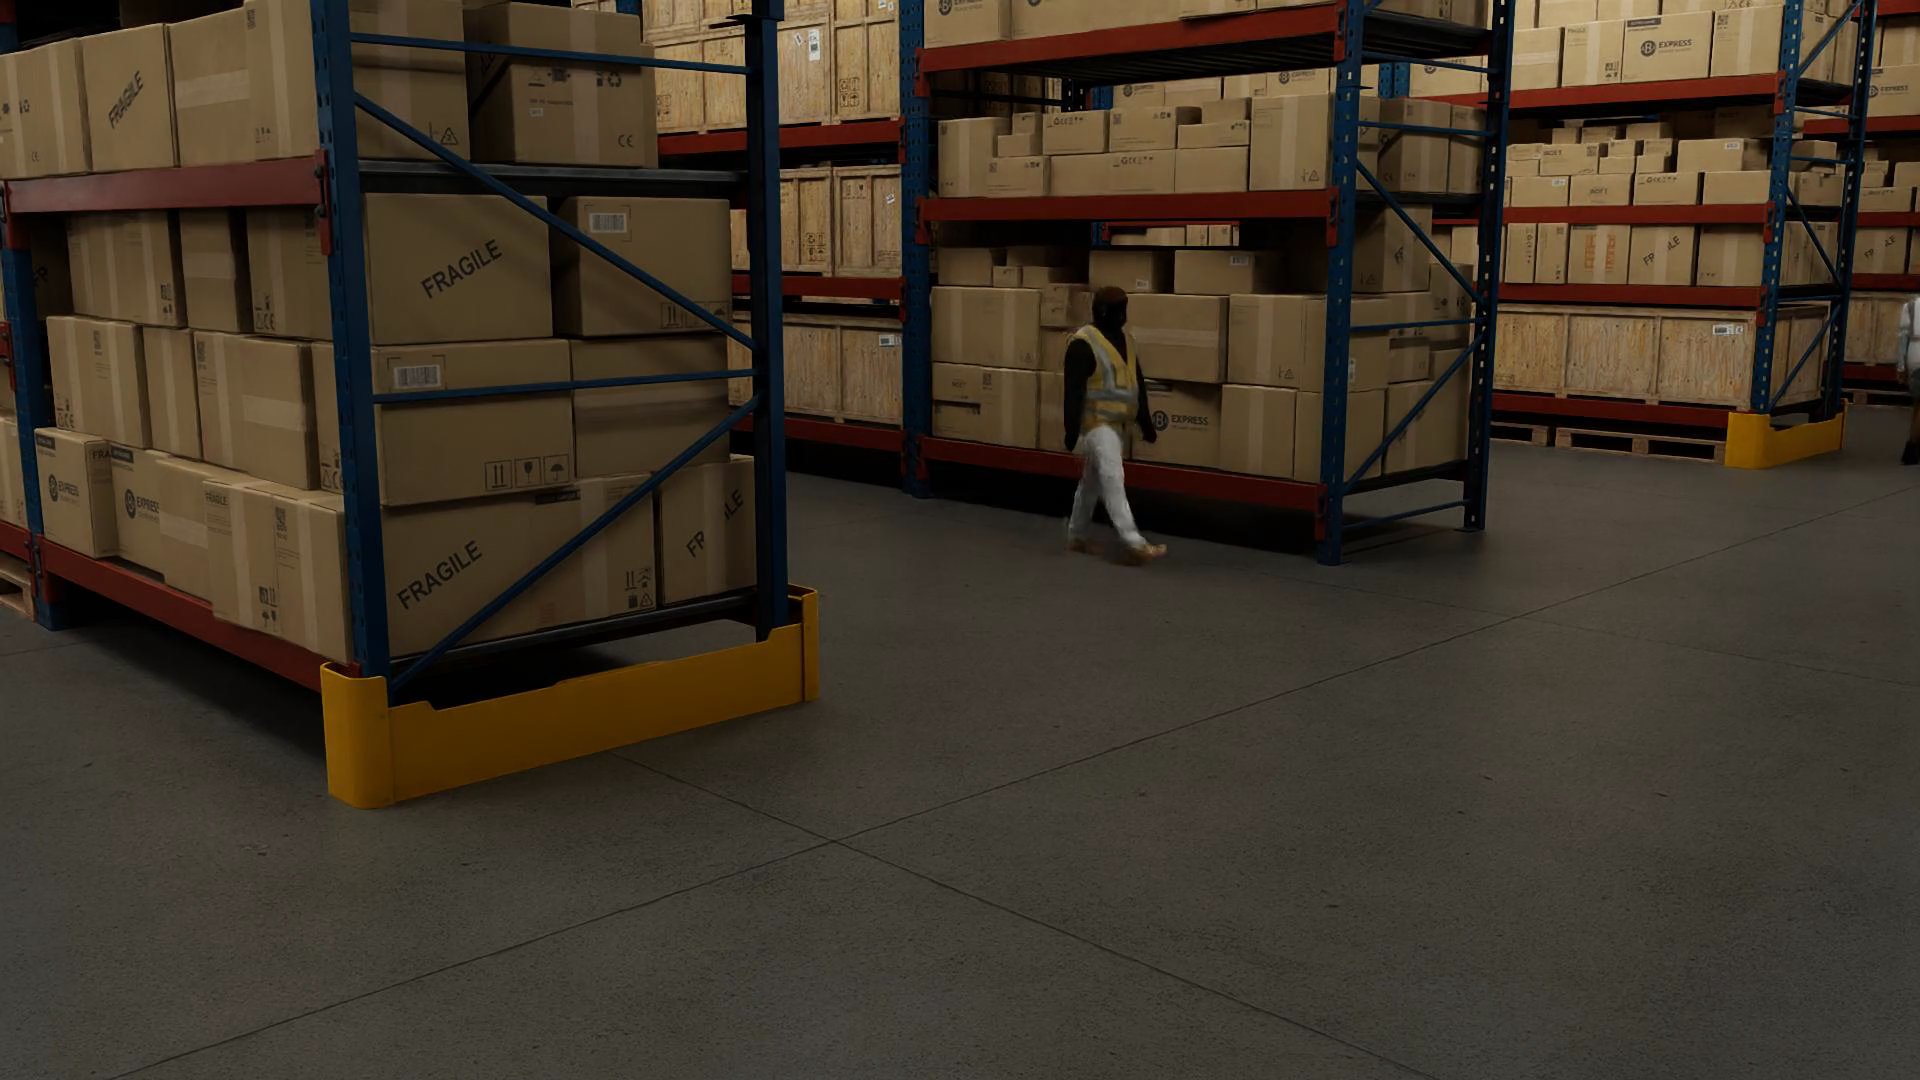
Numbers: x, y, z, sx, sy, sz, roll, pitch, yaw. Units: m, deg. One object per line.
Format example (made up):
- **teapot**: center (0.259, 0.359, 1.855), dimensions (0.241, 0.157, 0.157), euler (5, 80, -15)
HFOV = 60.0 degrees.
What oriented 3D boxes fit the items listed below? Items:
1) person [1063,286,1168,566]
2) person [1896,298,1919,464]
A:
- **person**: center (1.042, -0.741, 10.846), dimensions (0.944, 1.797, 0.630), euler (8, 13, 36)
- **person**: center (9.126, -1.664, 15.659), dimensions (1.013, 1.895, 0.544), euler (-8, 13, -37)
